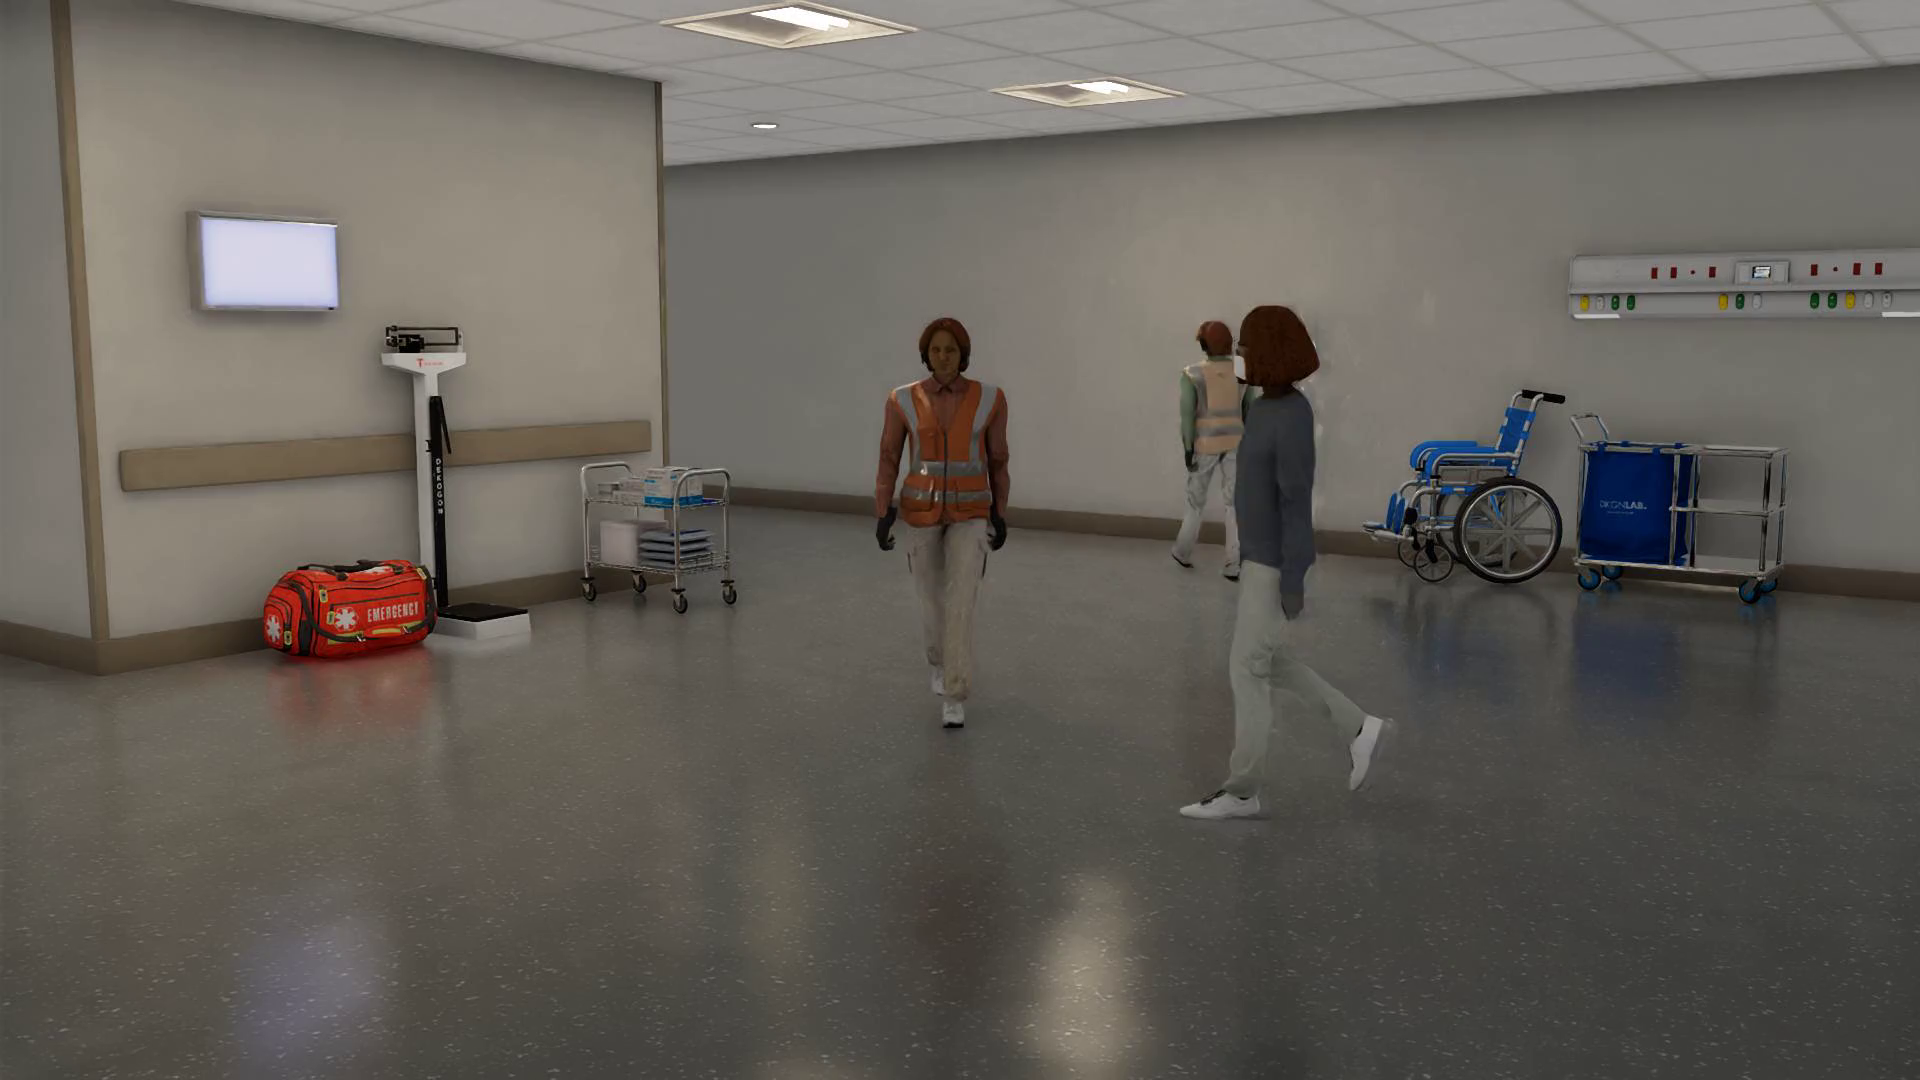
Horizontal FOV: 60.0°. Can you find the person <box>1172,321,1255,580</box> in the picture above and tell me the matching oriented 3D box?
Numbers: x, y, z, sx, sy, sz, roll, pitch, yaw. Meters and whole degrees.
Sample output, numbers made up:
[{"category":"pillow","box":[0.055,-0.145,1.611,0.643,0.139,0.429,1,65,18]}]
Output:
[{"category":"person","box":[1.608,-0.573,10.536,0.513,1.600,0.821,-1,7,-6]}]

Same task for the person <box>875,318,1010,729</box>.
[{"category":"person","box":[-0.069,-0.101,6.748,0.534,1.594,0.870,0,7,4]}]

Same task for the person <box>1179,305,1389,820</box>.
[{"category":"person","box":[1.031,0.079,5.193,0.614,1.615,0.507,0,7,1]}]
